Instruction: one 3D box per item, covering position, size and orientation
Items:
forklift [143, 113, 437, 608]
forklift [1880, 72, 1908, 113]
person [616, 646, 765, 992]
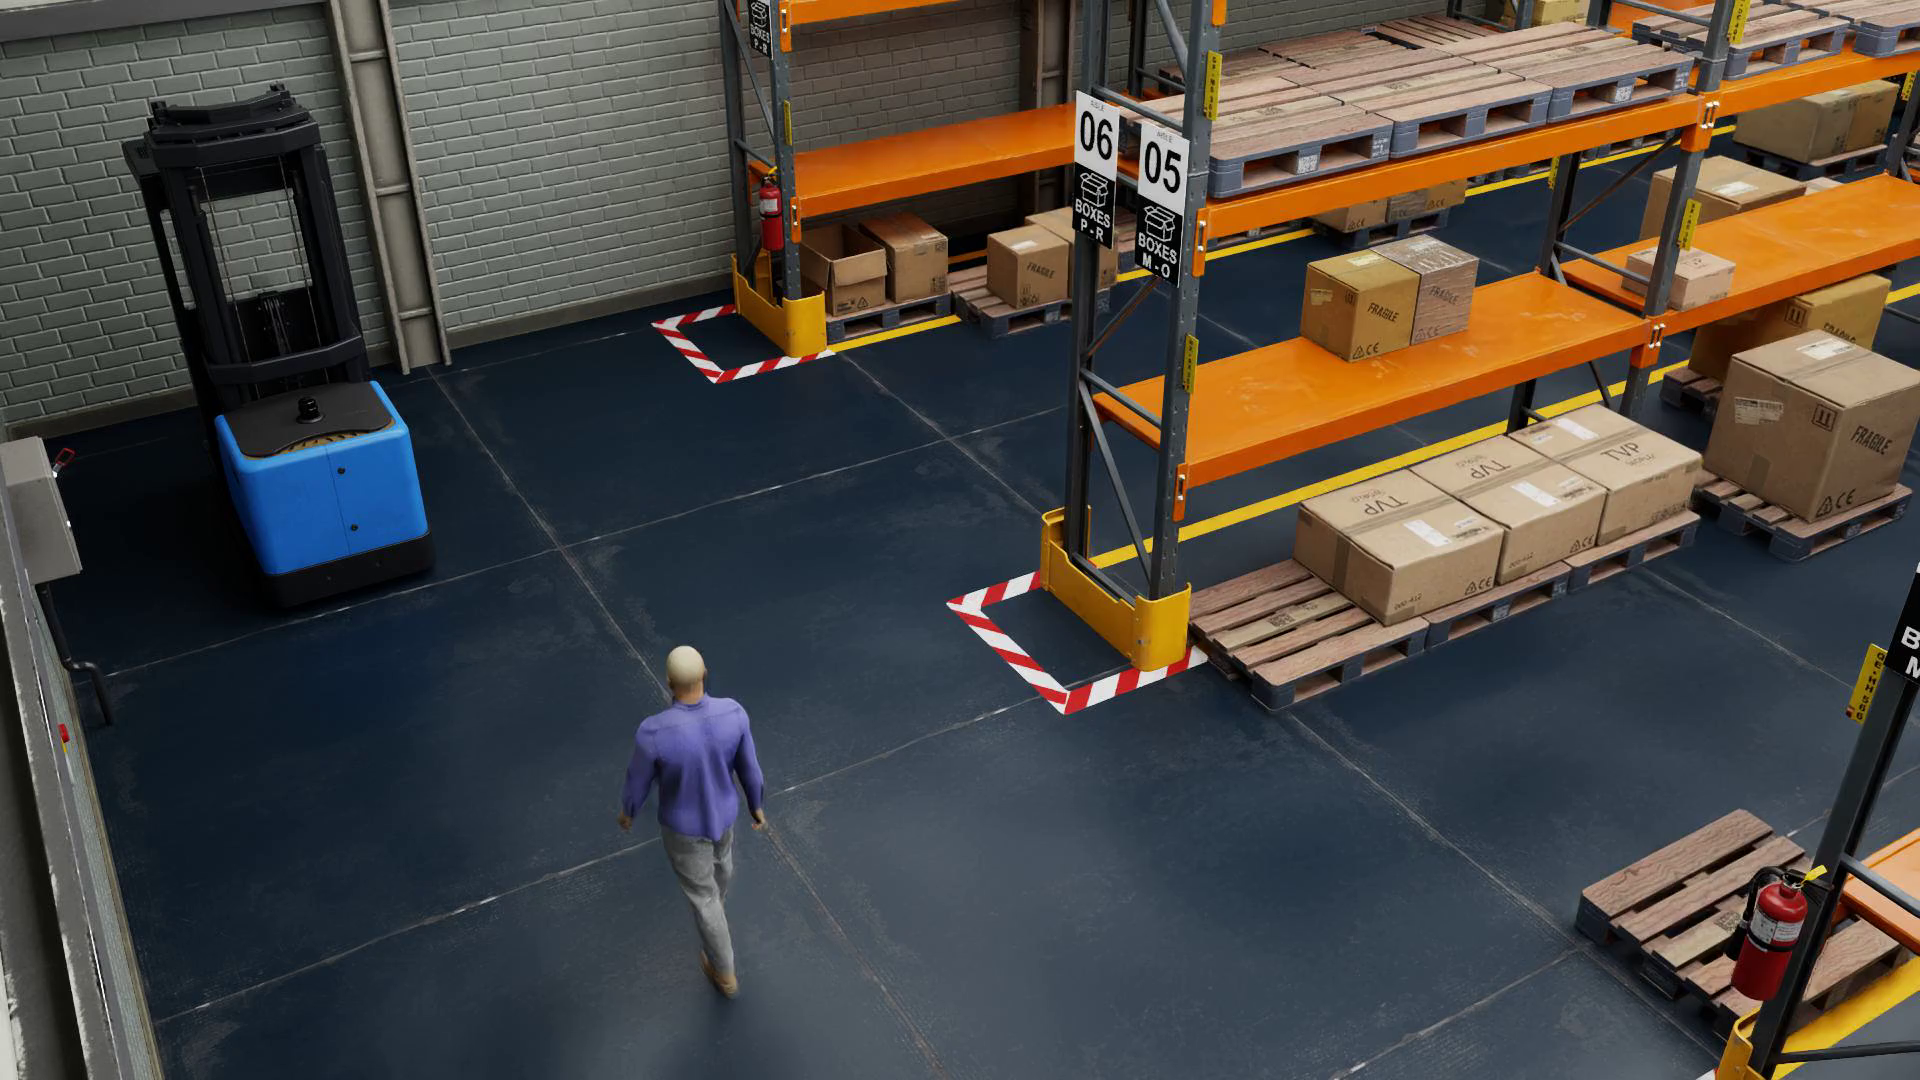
[{"bbox_3d":[-4.289,-1.259,10.509,1.129,2.768,1.873,-17,36,-26],"label":"forklift"},{"bbox_3d":[11.468,-5.645,18.244,1.214,2.155,2.313,-17,36,-26],"label":"forklift"},{"bbox_3d":[-1.244,1.195,7.580,0.618,1.765,0.836,-17,36,-25],"label":"person"}]
